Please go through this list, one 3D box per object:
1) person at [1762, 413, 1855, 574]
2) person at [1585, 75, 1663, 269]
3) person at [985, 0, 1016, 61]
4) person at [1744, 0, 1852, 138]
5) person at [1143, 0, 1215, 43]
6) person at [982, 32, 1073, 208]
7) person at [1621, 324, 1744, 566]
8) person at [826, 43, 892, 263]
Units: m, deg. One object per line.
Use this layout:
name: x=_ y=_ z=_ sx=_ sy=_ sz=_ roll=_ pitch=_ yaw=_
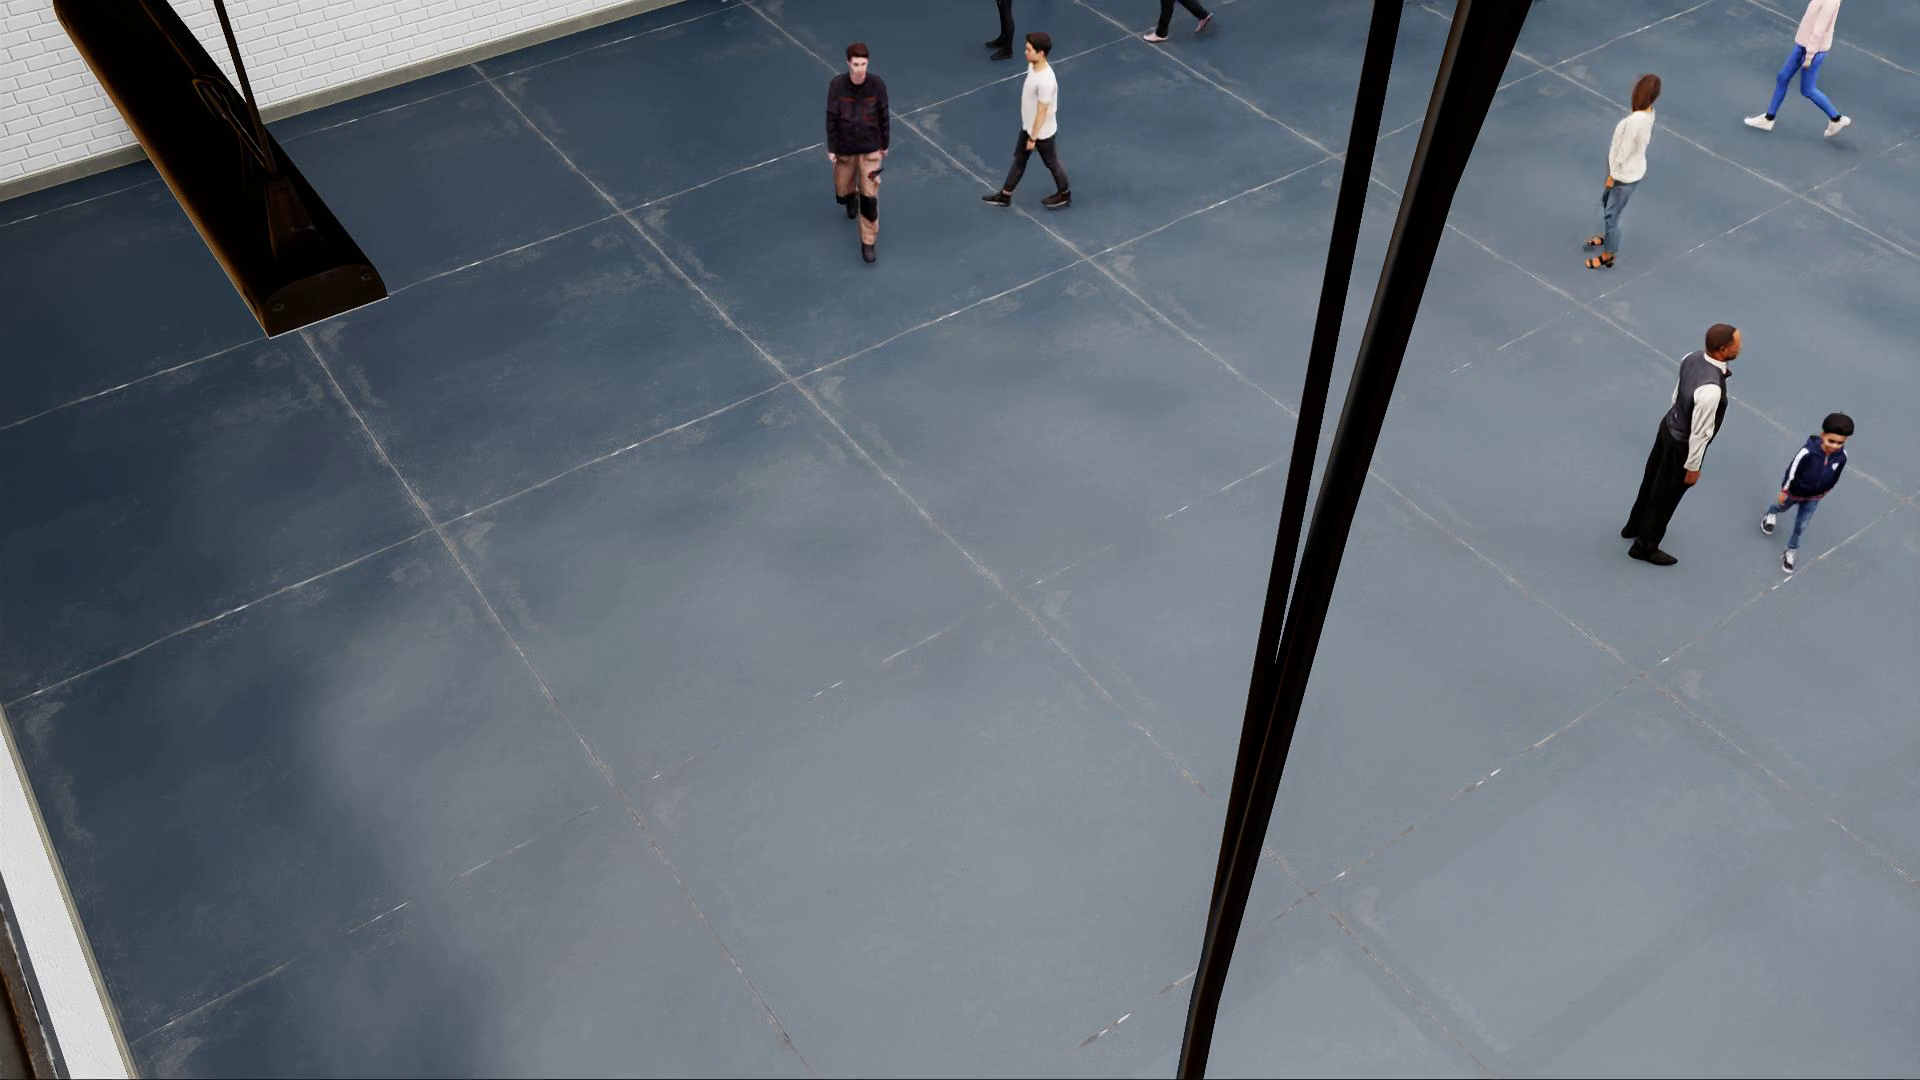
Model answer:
person: x=5.853 y=-0.412 z=11.526 sx=0.834 sy=1.208 sz=0.904 roll=9 pitch=44 yaw=9
person: x=5.636 y=-3.102 z=14.031 sx=0.812 sy=1.648 sz=0.662 roll=10 pitch=44 yaw=10
person: x=0.440 y=-5.676 z=16.708 sx=0.651 sy=1.683 sz=0.646 roll=-5 pitch=44 yaw=-5
person: x=8.016 y=-4.526 z=15.461 sx=1.086 sy=1.737 sz=1.156 roll=16 pitch=46 yaw=16
person: x=2.314 y=-5.843 z=16.963 sx=1.105 sy=1.573 sz=0.975 roll=-2 pitch=44 yaw=-2
person: x=0.773 y=-3.633 z=14.565 sx=1.156 sy=1.679 sz=0.899 roll=-10 pitch=44 yaw=-10
person: x=4.895 y=-0.665 z=11.276 sx=0.809 sy=1.919 sz=0.776 roll=3 pitch=44 yaw=3
person: x=-0.869 y=-3.337 z=14.090 sx=1.113 sy=1.906 sz=1.085 roll=-3 pitch=44 yaw=-3
